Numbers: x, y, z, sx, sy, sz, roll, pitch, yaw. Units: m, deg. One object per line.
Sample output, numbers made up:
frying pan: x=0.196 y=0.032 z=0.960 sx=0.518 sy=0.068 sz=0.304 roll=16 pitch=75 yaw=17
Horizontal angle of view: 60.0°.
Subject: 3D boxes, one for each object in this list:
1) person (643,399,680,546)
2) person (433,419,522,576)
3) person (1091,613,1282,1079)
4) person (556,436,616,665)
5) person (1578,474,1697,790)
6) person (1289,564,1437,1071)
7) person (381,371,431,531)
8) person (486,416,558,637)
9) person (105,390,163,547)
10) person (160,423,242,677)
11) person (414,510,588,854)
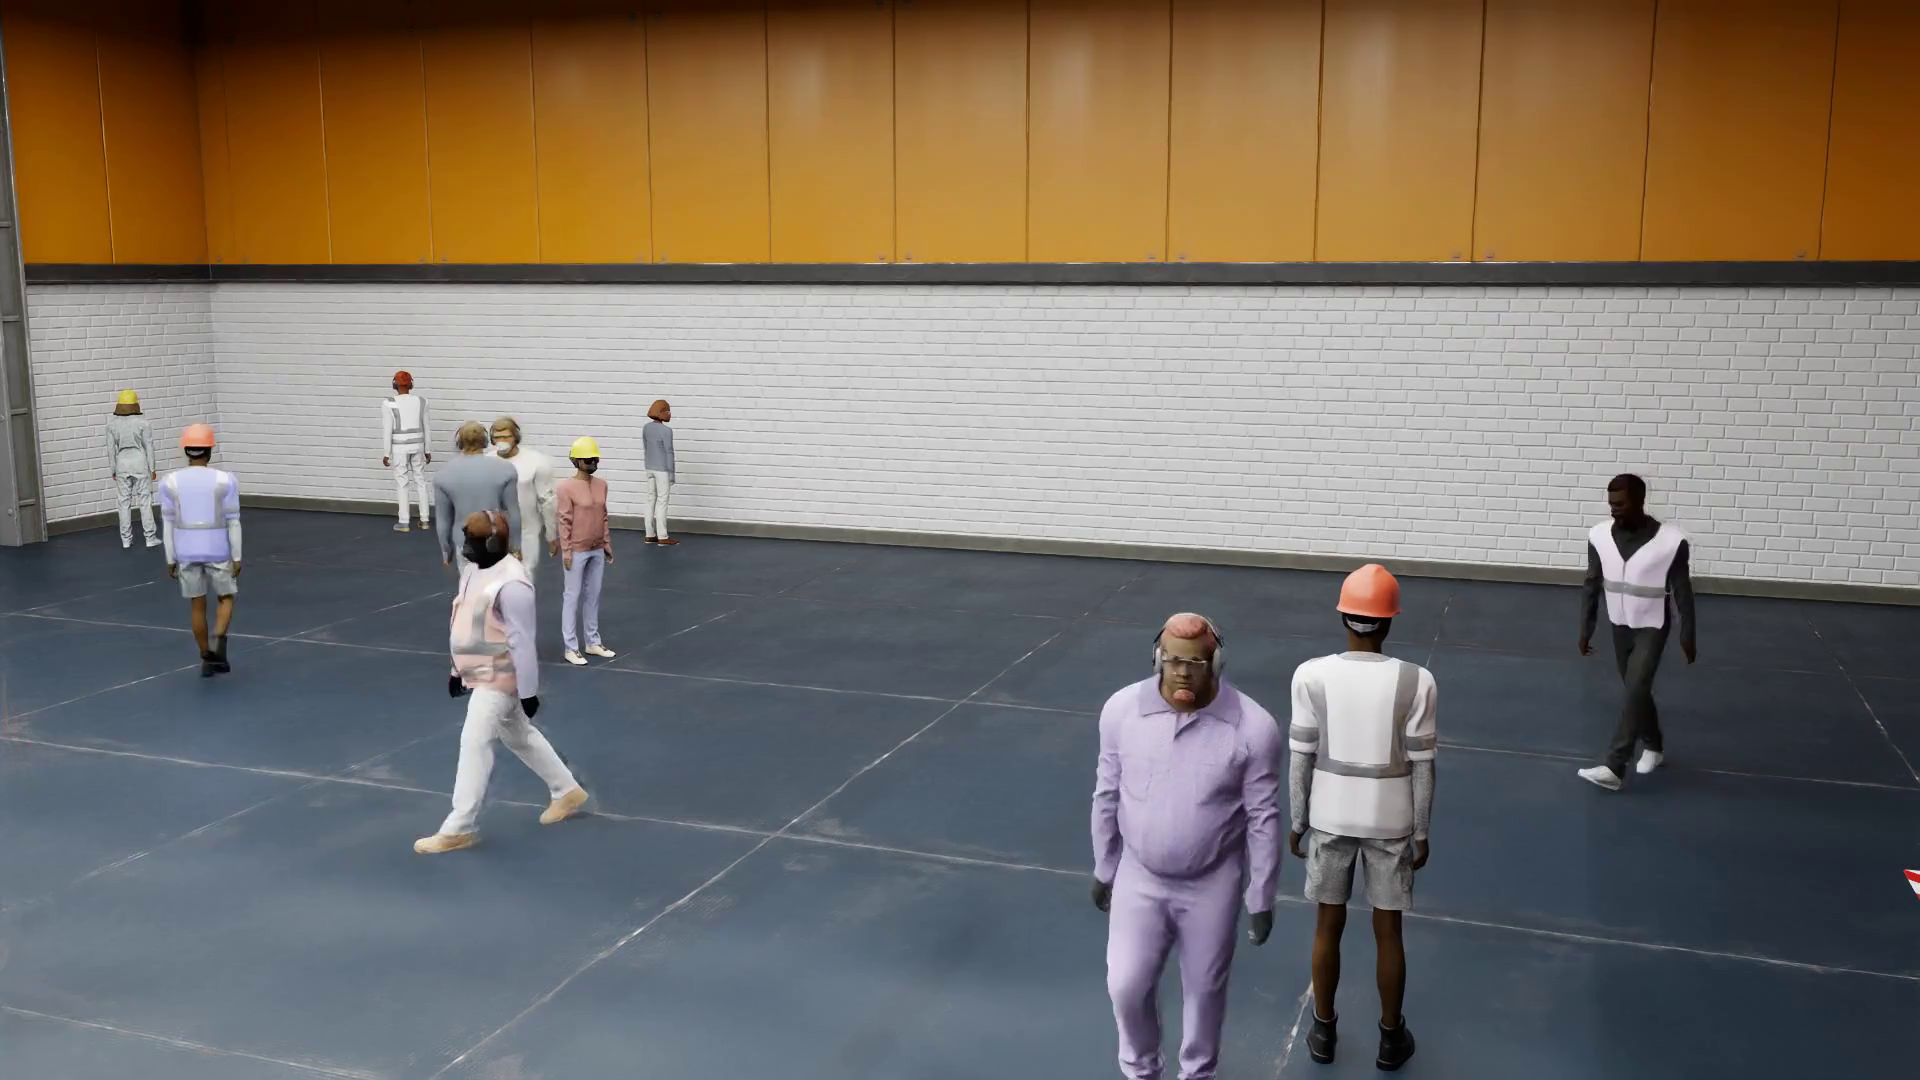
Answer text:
person: x=-3.340 y=-0.751 z=18.509 sx=0.500 sy=1.627 sz=0.273 roll=8 pitch=12 yaw=42
person: x=-3.634 y=0.047 z=12.606 sx=0.640 sy=1.929 sz=0.433 roll=-1 pitch=9 yaw=-7
person: x=0.758 y=1.179 z=5.719 sx=0.674 sy=1.885 sz=0.595 roll=3 pitch=10 yaw=17
person: x=-2.905 y=0.076 z=12.947 sx=0.320 sy=1.769 sz=0.523 roll=6 pitch=11 yaw=31
person: x=3.995 y=0.533 z=9.829 sx=1.022 sy=1.862 sz=0.628 roll=-7 pitch=12 yaw=-37
person: x=1.529 y=1.054 z=6.349 sx=0.545 sy=1.939 sz=0.373 roll=3 pitch=10 yaw=20
person: x=-6.489 y=-1.043 z=19.525 sx=0.584 sy=1.882 sz=0.337 roll=-8 pitch=12 yaw=-41
person: x=-3.508 y=0.002 z=12.936 sx=0.662 sy=1.912 sz=0.772 roll=0 pitch=9 yaw=0
person: x=-9.135 y=-0.788 z=18.375 sx=0.484 sy=1.745 sz=0.298 roll=-1 pitch=9 yaw=-9
person: x=-5.629 y=0.095 z=12.363 sx=0.543 sy=1.923 sz=0.531 roll=-3 pitch=10 yaw=-16
person: x=-2.445 y=0.719 z=8.885 sx=0.962 sy=1.807 sz=0.627 roll=-6 pitch=11 yaw=-31
